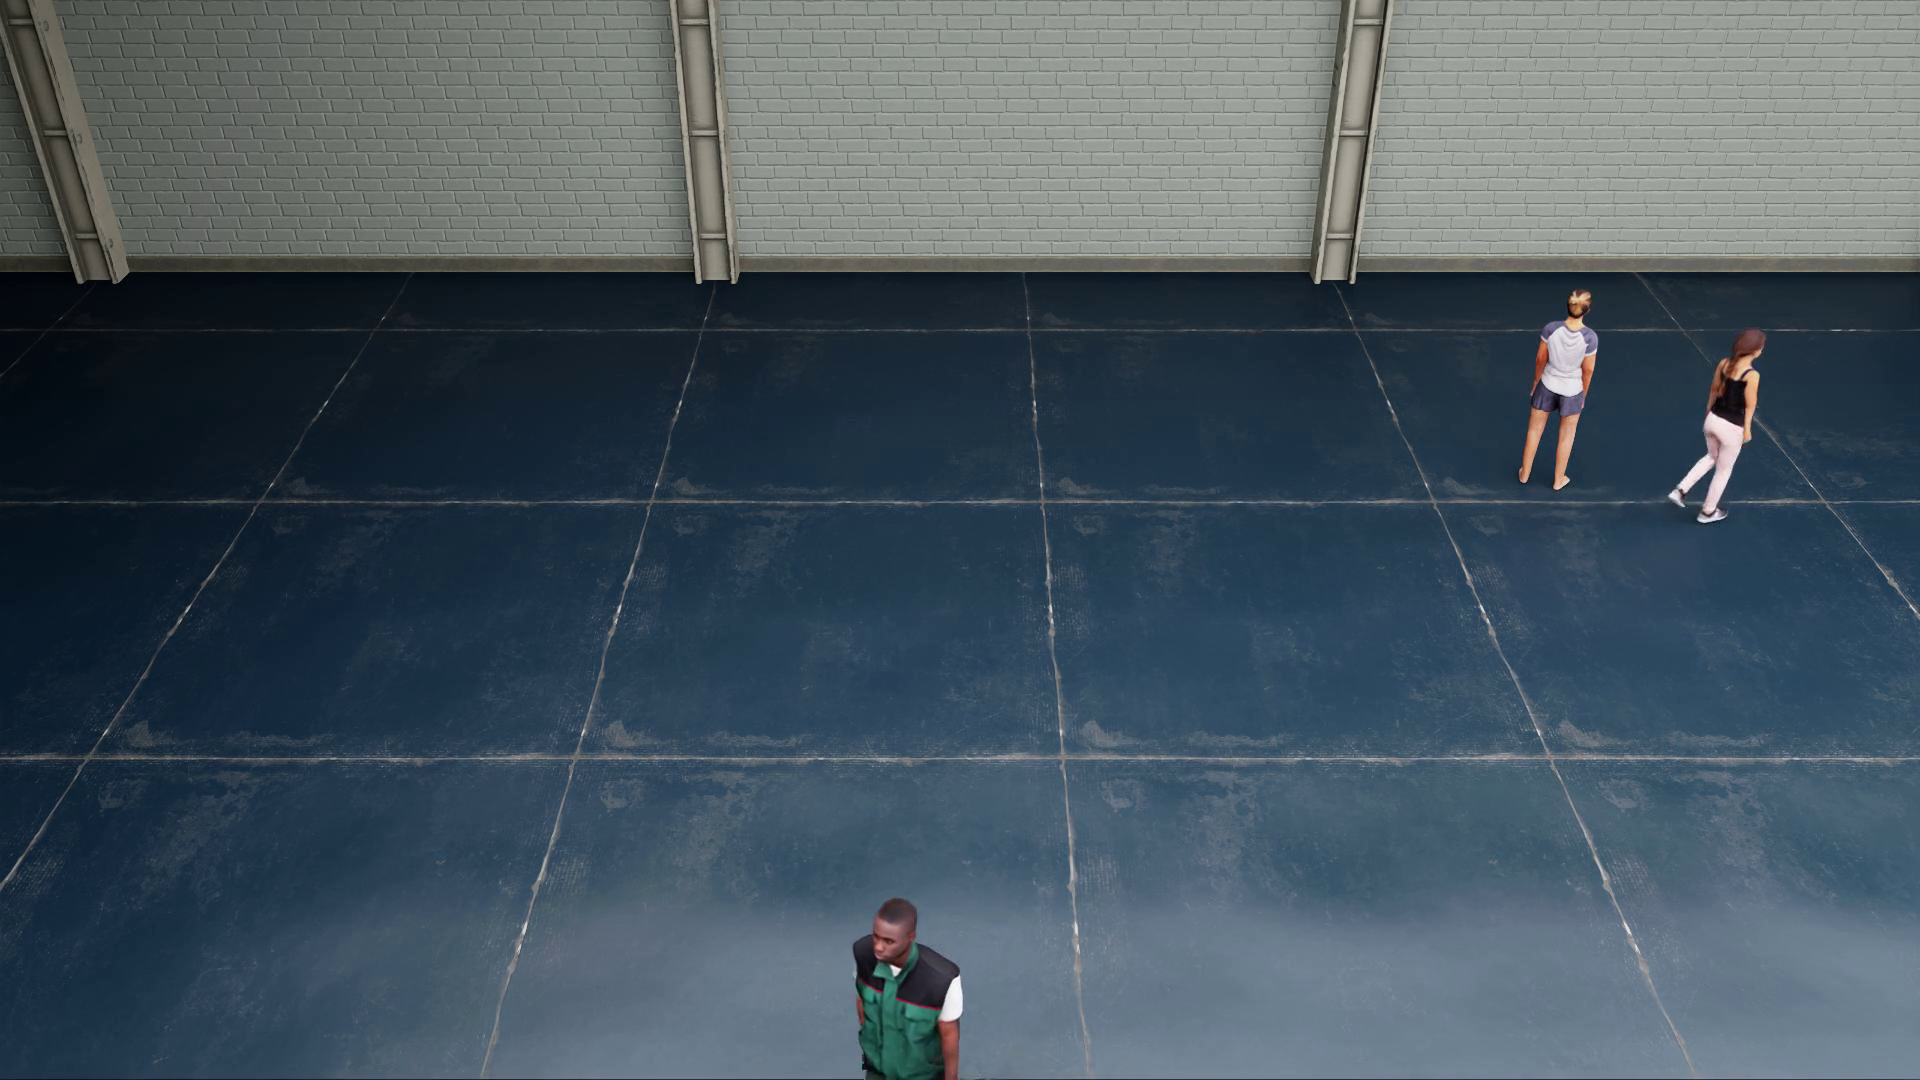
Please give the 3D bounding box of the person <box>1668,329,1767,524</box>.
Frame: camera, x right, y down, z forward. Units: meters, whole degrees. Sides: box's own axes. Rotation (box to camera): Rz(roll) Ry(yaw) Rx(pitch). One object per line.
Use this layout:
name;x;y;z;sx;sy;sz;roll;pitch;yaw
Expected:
person;5.519;-0.806;12.106;0.780;1.550;0.657;-12;35;-18

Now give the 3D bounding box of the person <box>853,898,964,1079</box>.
person;-0.183;2.213;7.213;1.075;1.823;1.021;16;36;23

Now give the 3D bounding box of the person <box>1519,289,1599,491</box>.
person;4.528;-1.138;12.548;0.602;1.624;0.715;15;36;22
